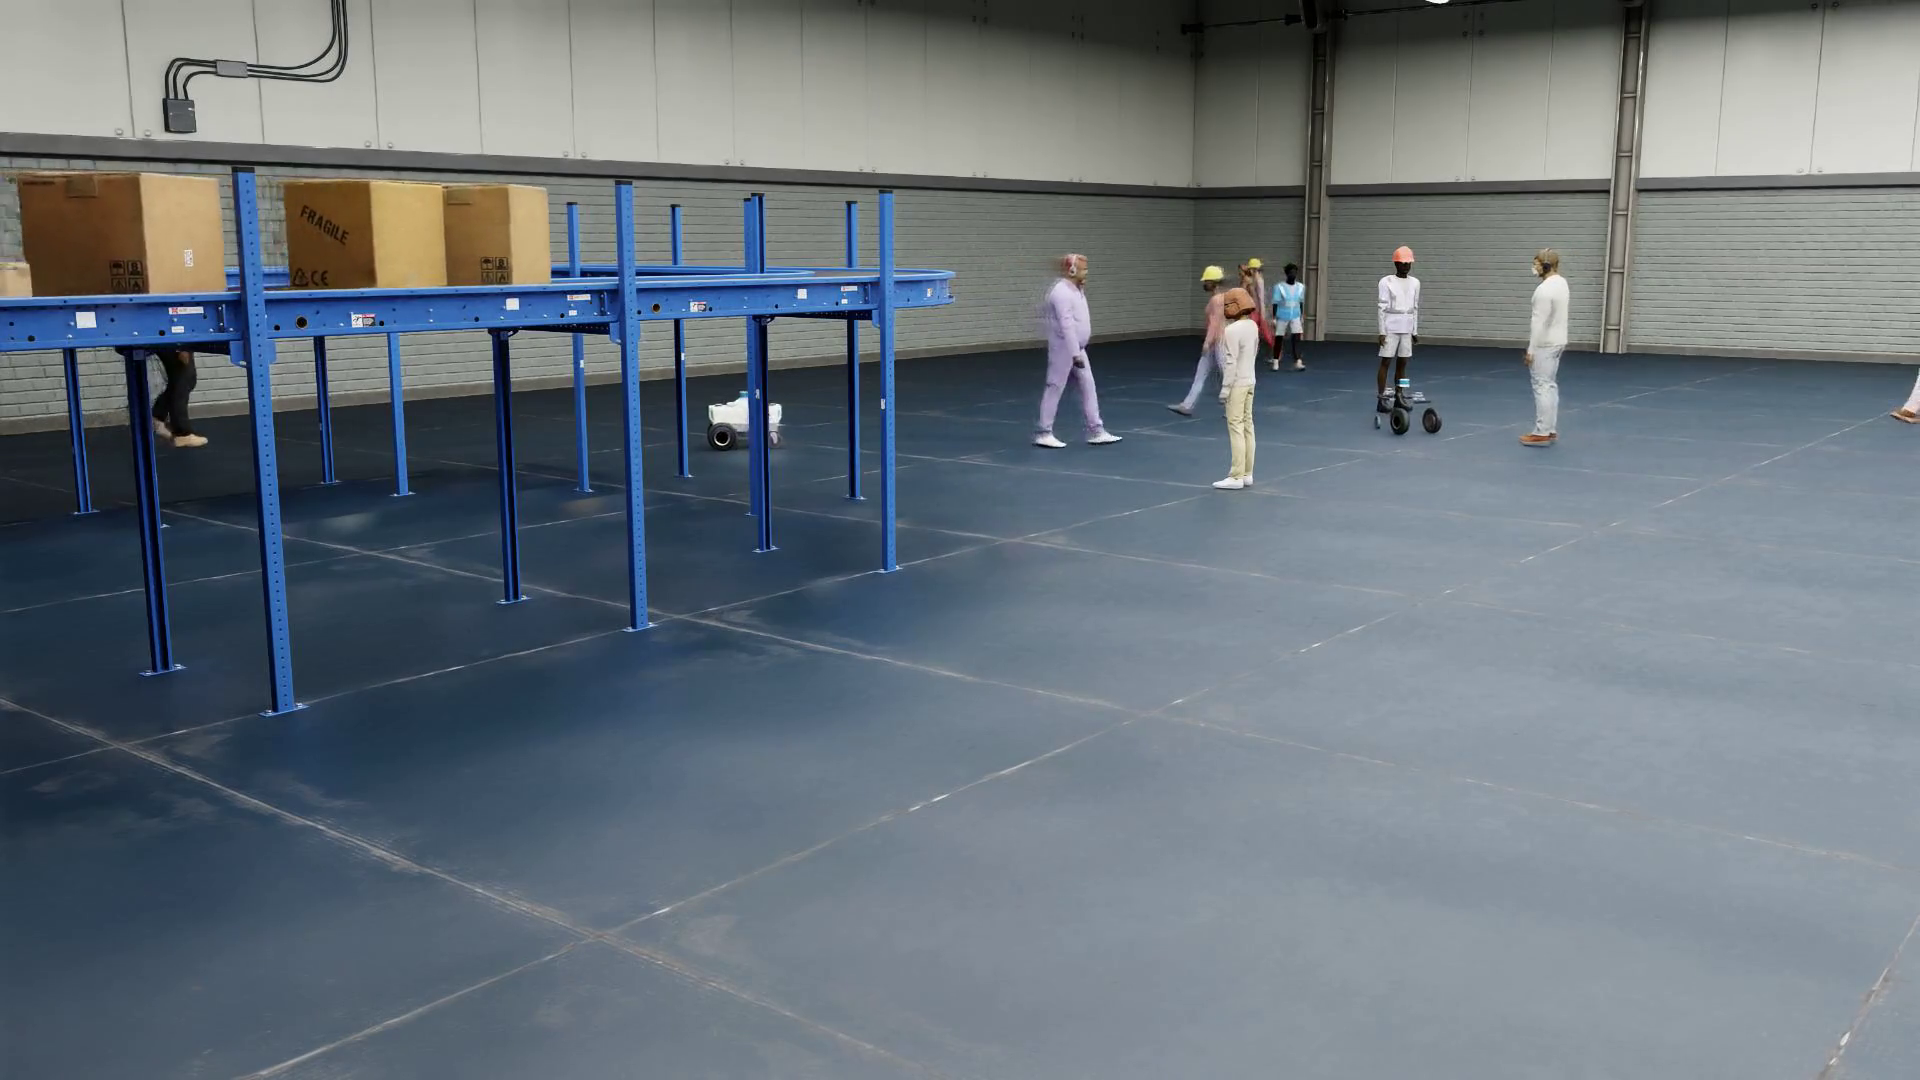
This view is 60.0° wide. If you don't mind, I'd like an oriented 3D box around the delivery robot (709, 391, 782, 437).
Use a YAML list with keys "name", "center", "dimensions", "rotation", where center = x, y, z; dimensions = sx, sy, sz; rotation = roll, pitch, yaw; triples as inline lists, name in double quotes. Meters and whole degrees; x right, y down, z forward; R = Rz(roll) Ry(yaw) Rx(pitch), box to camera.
- name: "delivery robot"
  center: [-2.103, -1.214, 16.301]
  dimensions: [0.707, 0.478, 0.477]
  rotation: [-2, 10, -9]

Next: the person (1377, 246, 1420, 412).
- name: "person"
  center: [5.191, -2.487, 19.660]
  dimensions: [0.543, 1.939, 0.370]
  rotation: [-3, 11, -18]

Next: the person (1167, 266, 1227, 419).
- name: "person"
  center: [2.844, -2.234, 18.853]
  dimensions: [0.898, 1.711, 0.545]
  rotation: [1, 10, 4]

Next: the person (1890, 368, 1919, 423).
- name: "person"
  center: [10.939, -2.257, 18.411]
  dimensions: [1.052, 1.942, 0.602]
  rotation: [-2, 10, -10]

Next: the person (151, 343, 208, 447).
- name: "person"
  center: [-7.731, -1.930, 16.408]
  dimensions: [0.566, 2.000, 0.694]
  rotation: [-6, 12, -30]

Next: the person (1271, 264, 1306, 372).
- name: "person"
  center: [5.050, -3.414, 25.606]
  dimensions: [0.547, 1.647, 0.731]
  rotation: [-2, 10, -11]

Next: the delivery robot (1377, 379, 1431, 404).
- name: "delivery robot"
  center: [4.727, -1.596, 17.696]
  dimensions: [0.335, 0.223, 0.698]
  rotation: [-4, 11, -21]

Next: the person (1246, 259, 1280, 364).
- name: "person"
  center: [4.875, -3.760, 27.372]
  dimensions: [0.942, 1.717, 0.535]
  rotation: [0, 10, 2]

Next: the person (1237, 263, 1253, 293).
- name: "person"
  center: [4.761, -3.834, 27.998]
  dimensions: [0.412, 1.625, 0.527]
  rotation: [-2, 10, -10]

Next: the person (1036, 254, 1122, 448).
- name: "person"
  center: [1.162, -1.817, 16.147]
  dimensions: [0.914, 1.869, 0.656]
  rotation: [4, 11, 23]

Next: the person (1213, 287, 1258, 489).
- name: "person"
  center: [2.270, -1.242, 13.613]
  dimensions: [0.289, 1.633, 0.497]
  rotation: [7, 12, 32]

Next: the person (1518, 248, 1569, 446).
- name: "person"
  center: [5.795, -1.907, 16.460]
  dimensions: [0.377, 1.934, 0.643]
  rotation: [7, 13, 35]
